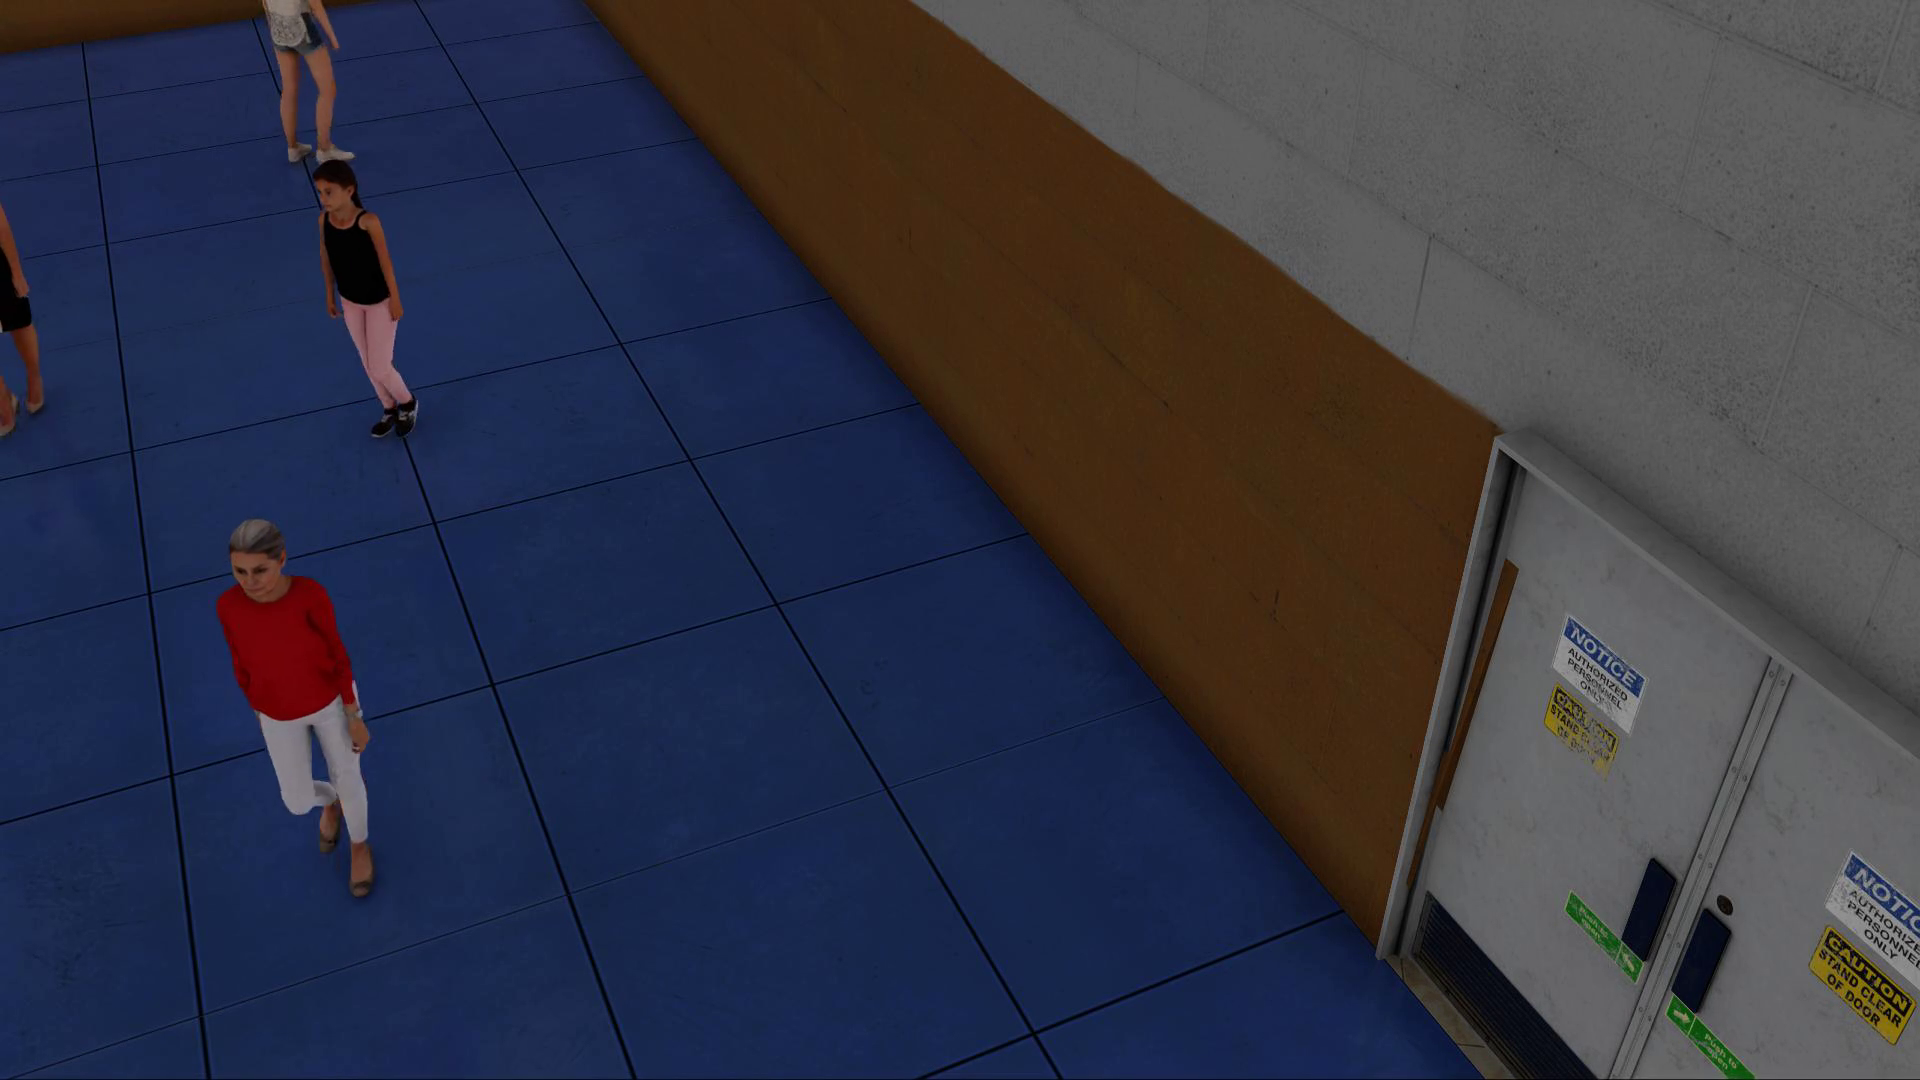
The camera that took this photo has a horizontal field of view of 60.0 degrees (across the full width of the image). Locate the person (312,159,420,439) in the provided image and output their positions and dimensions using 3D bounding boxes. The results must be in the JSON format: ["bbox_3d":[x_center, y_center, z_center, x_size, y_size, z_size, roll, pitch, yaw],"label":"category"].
[{"bbox_3d":[-3.026,-1.255,8.602,0.650,1.550,0.713,10,38,13],"label":"person"}]

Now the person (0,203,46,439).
[{"bbox_3d":[-5.103,-1.444,8.697,0.763,1.738,0.816,-7,37,-9],"label":"person"}]

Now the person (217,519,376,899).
[{"bbox_3d":[-2.352,0.567,6.062,0.653,1.684,0.685,-7,38,-10],"label":"person"}]

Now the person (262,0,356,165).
[{"bbox_3d":[-4.487,-3.357,11.258,0.738,1.724,0.779,6,37,7],"label":"person"}]
